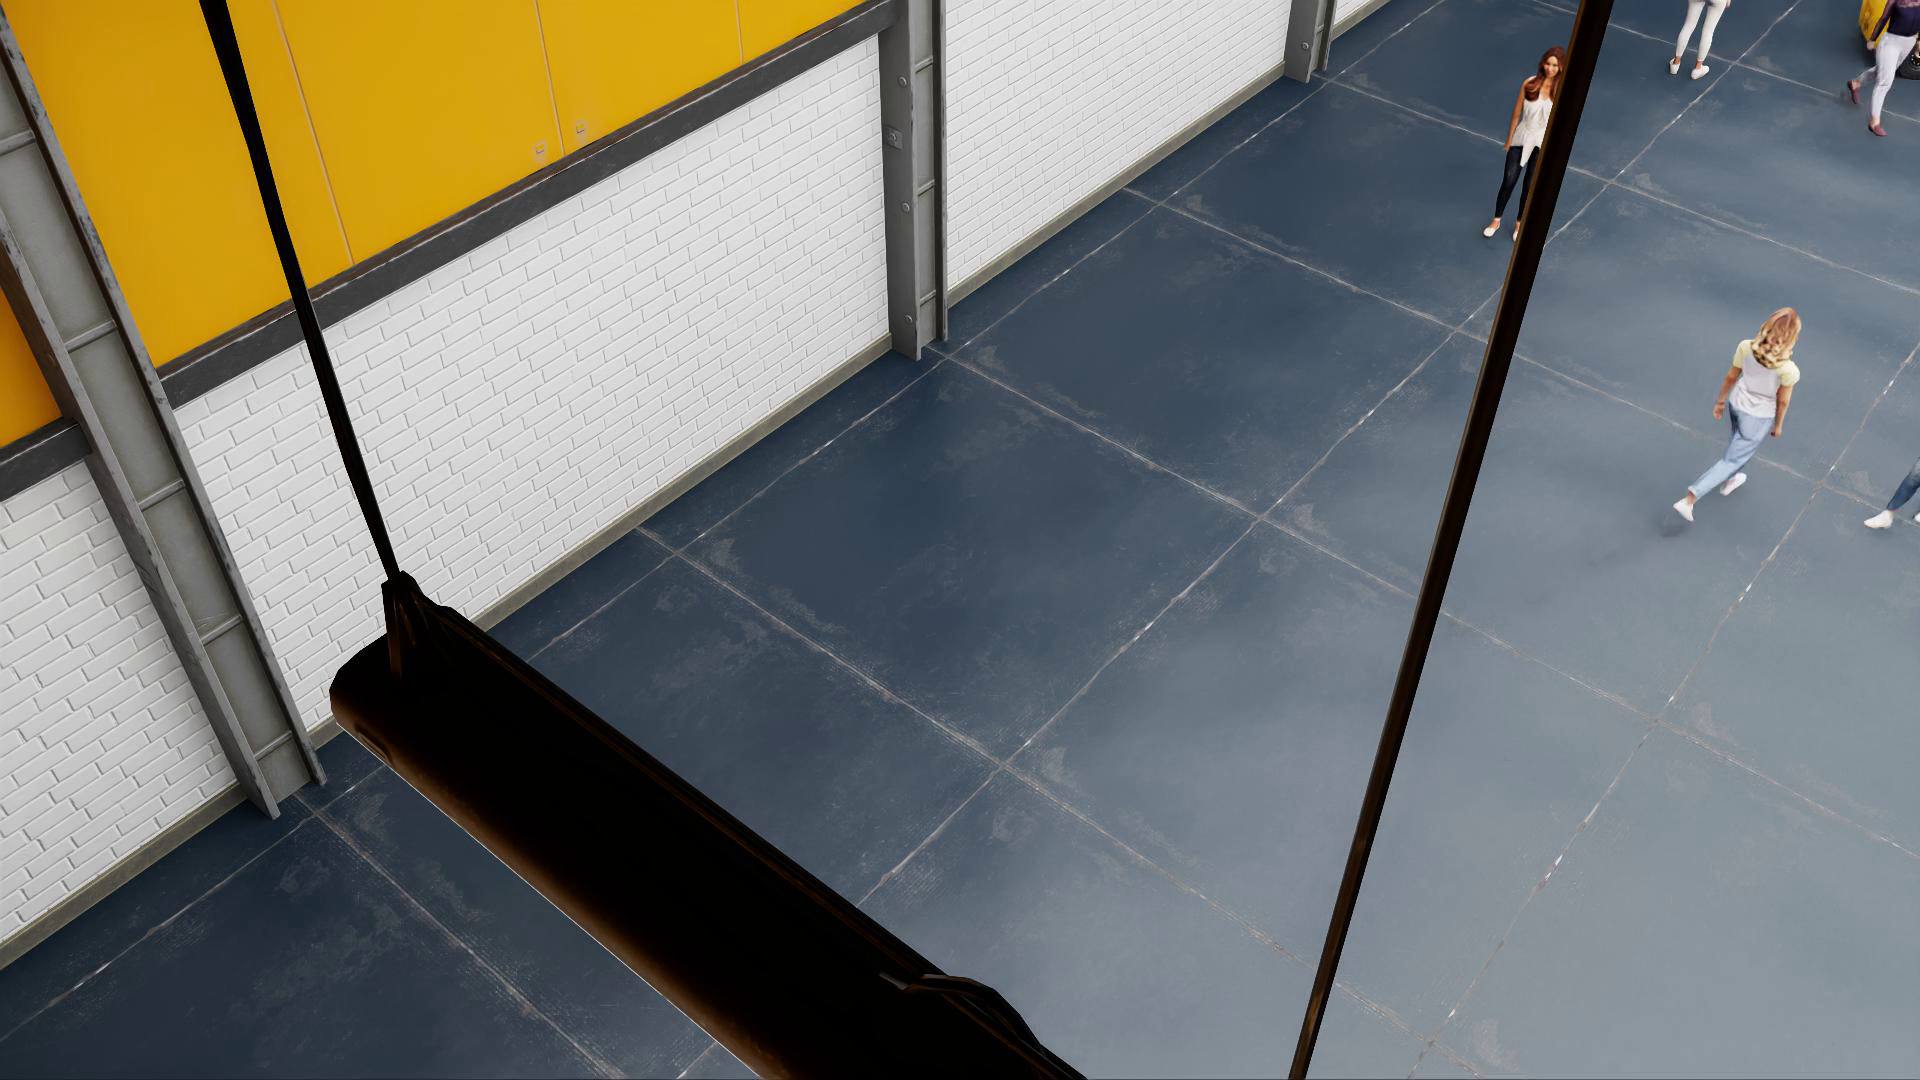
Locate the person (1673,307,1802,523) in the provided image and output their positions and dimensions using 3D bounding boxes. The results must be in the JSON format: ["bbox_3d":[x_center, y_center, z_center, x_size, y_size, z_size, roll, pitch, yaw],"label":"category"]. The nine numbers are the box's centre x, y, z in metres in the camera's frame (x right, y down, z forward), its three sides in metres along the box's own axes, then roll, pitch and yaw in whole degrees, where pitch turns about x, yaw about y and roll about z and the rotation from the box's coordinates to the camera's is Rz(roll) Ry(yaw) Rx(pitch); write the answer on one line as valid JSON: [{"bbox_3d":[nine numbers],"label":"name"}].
[{"bbox_3d":[5.460,-0.831,11.620,1.201,1.693,0.889,-22,48,-21],"label":"person"}]

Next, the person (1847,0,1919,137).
[{"bbox_3d":[8.831,-4.702,15.767,1.072,1.578,1.060,-9,44,-9],"label":"person"}]

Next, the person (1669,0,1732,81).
[{"bbox_3d":[7.393,-5.389,16.399,0.631,1.701,0.550,24,49,24],"label":"person"}]

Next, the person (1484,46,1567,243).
[{"bbox_3d":[4.899,-3.394,14.244,0.638,1.785,0.605,17,46,17],"label":"person"}]
